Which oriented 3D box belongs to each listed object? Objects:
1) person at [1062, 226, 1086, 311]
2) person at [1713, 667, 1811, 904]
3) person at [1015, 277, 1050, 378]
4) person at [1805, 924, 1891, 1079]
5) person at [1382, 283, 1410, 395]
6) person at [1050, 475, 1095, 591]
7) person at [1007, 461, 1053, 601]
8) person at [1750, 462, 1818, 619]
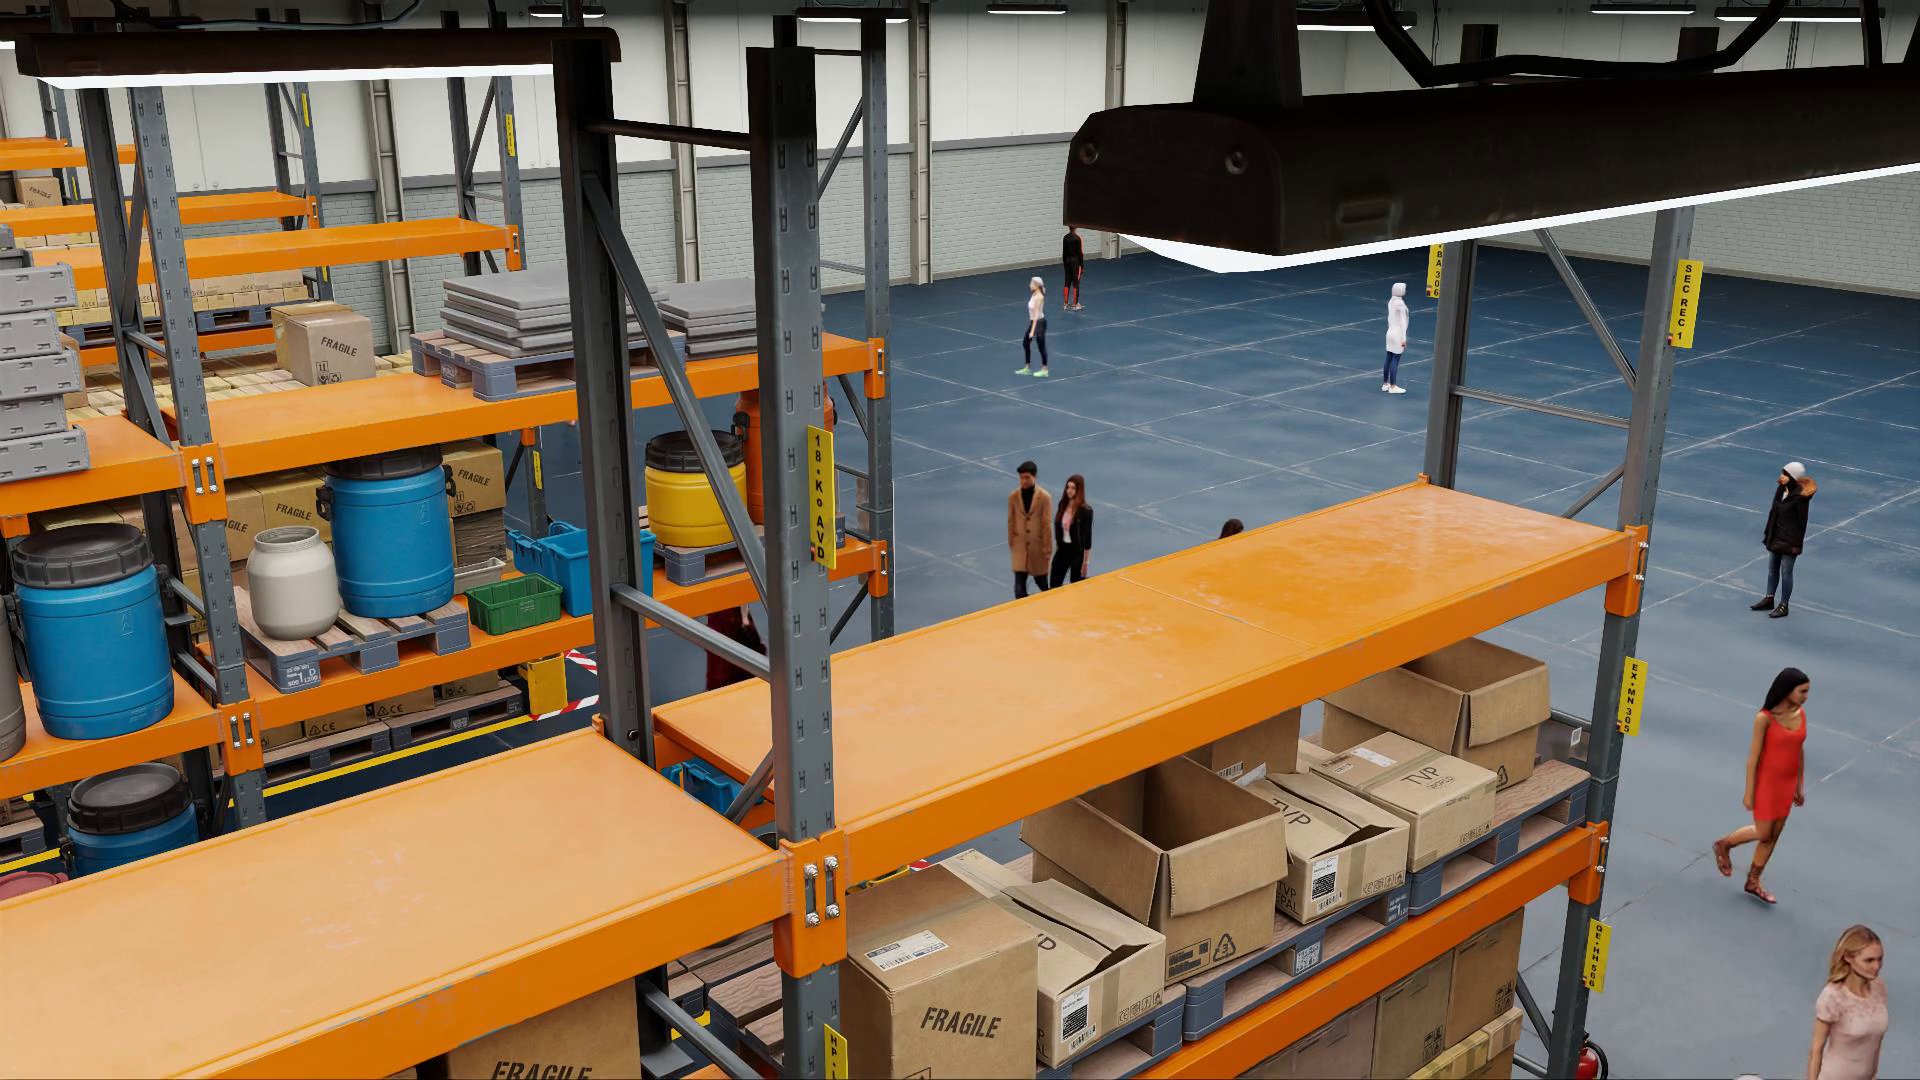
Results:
[{"bbox_3d":[2.313,-5.648,34.099,0.673,1.808,0.598,14,23,36],"label":"person"},{"bbox_3d":[5.661,1.693,11.731,0.787,1.700,0.781,-7,19,-20],"label":"person"},{"bbox_3d":[1.392,-3.560,27.882,0.932,1.686,0.838,-3,18,-10],"label":"person"},{"bbox_3d":[4.378,2.719,8.398,0.912,1.812,0.841,-6,19,-17],"label":"person"},{"bbox_3d":[7.022,-3.264,26.830,0.667,1.776,0.683,-5,19,-14],"label":"person"},{"bbox_3d":[1.173,0.152,16.456,0.572,1.704,0.653,-17,25,-42],"label":"person"},{"bbox_3d":[0.749,0.020,16.860,0.939,1.705,1.079,6,19,19],"label":"person"},{"bbox_3d":[8.479,-0.019,17.093,0.725,1.635,0.720,-5,19,-16],"label":"person"}]
